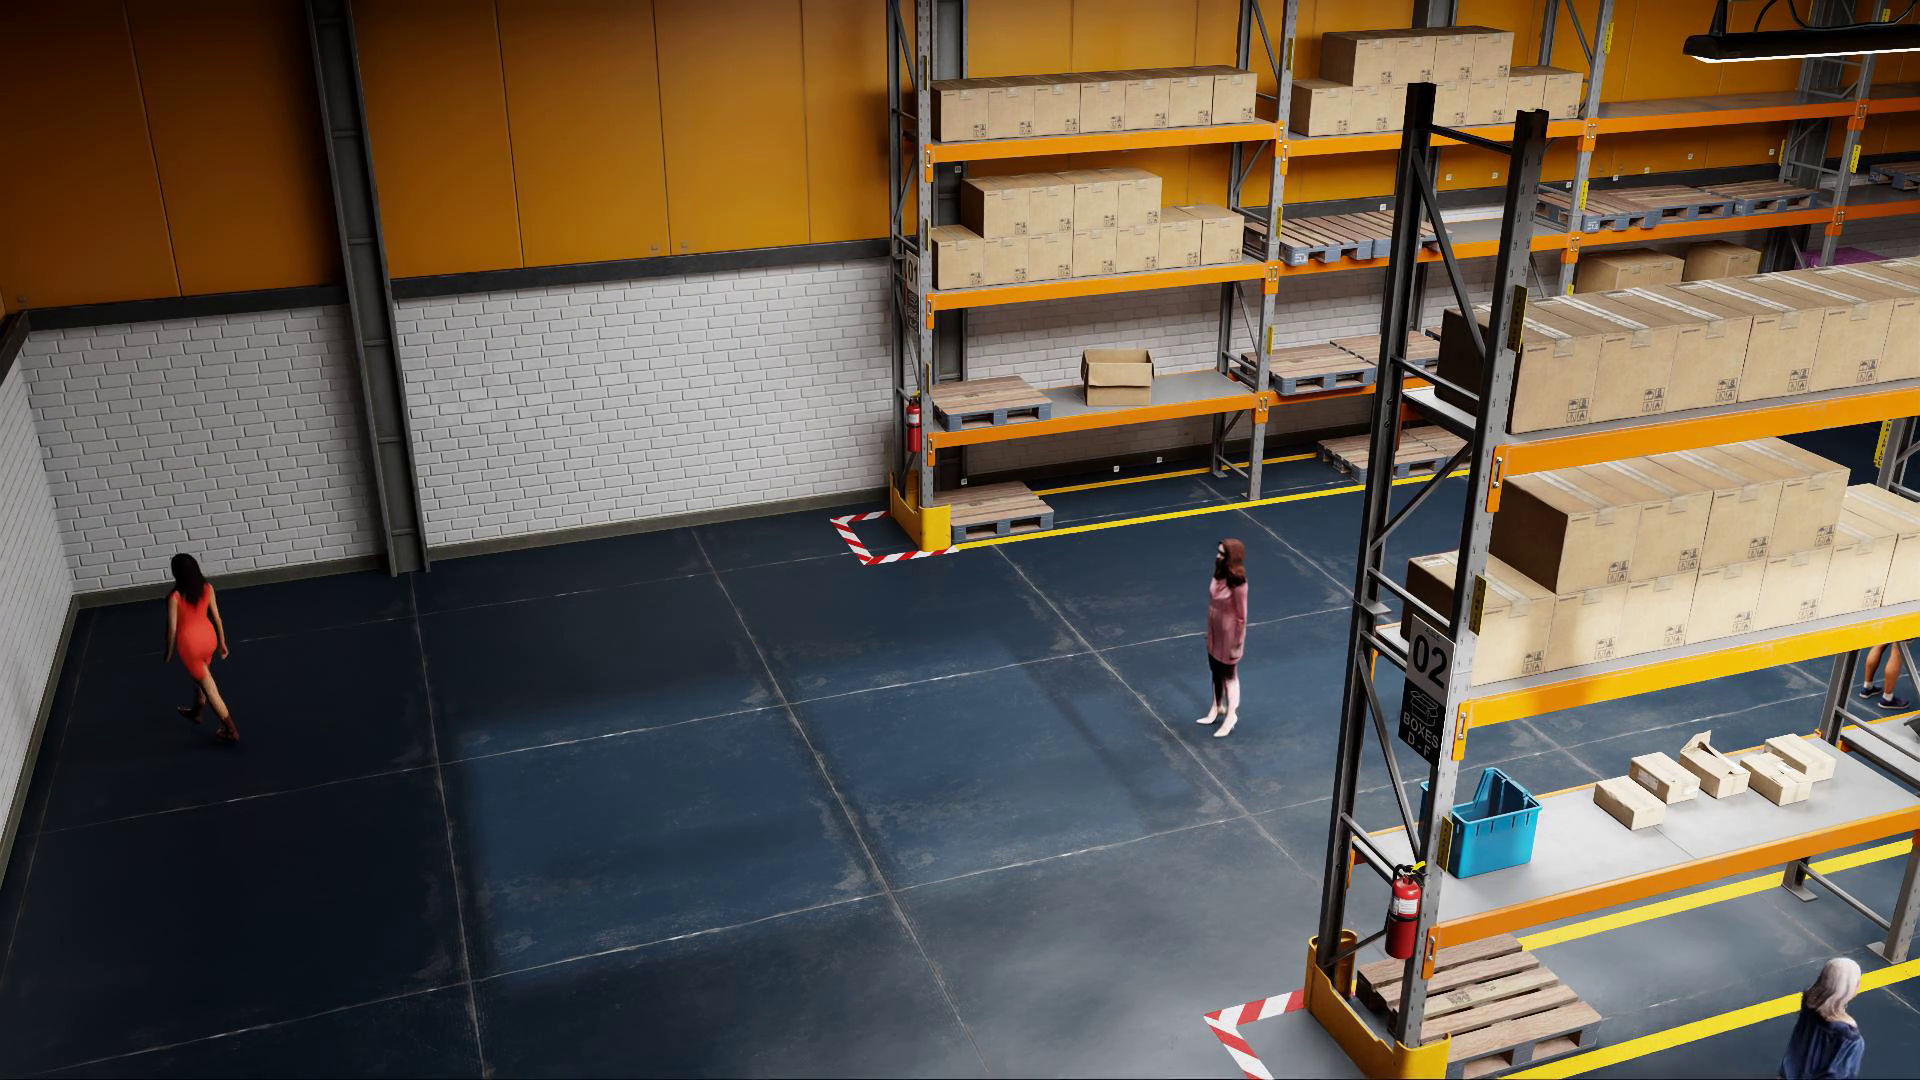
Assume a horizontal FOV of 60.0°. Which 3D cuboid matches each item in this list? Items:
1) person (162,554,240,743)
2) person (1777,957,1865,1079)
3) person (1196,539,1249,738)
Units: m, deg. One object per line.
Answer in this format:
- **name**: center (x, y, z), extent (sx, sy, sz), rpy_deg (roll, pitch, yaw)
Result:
- **person**: center (-6.339, 0.939, 13.943), extent (1.051, 1.679, 1.006), rpy_deg (12, 26, 25)
- **person**: center (4.576, 3.051, 9.139), extent (1.062, 1.658, 0.763), rpy_deg (-2, 24, -5)
- **person**: center (2.263, 0.812, 14.083), extent (0.518, 1.802, 0.610), rpy_deg (-9, 25, -20)
